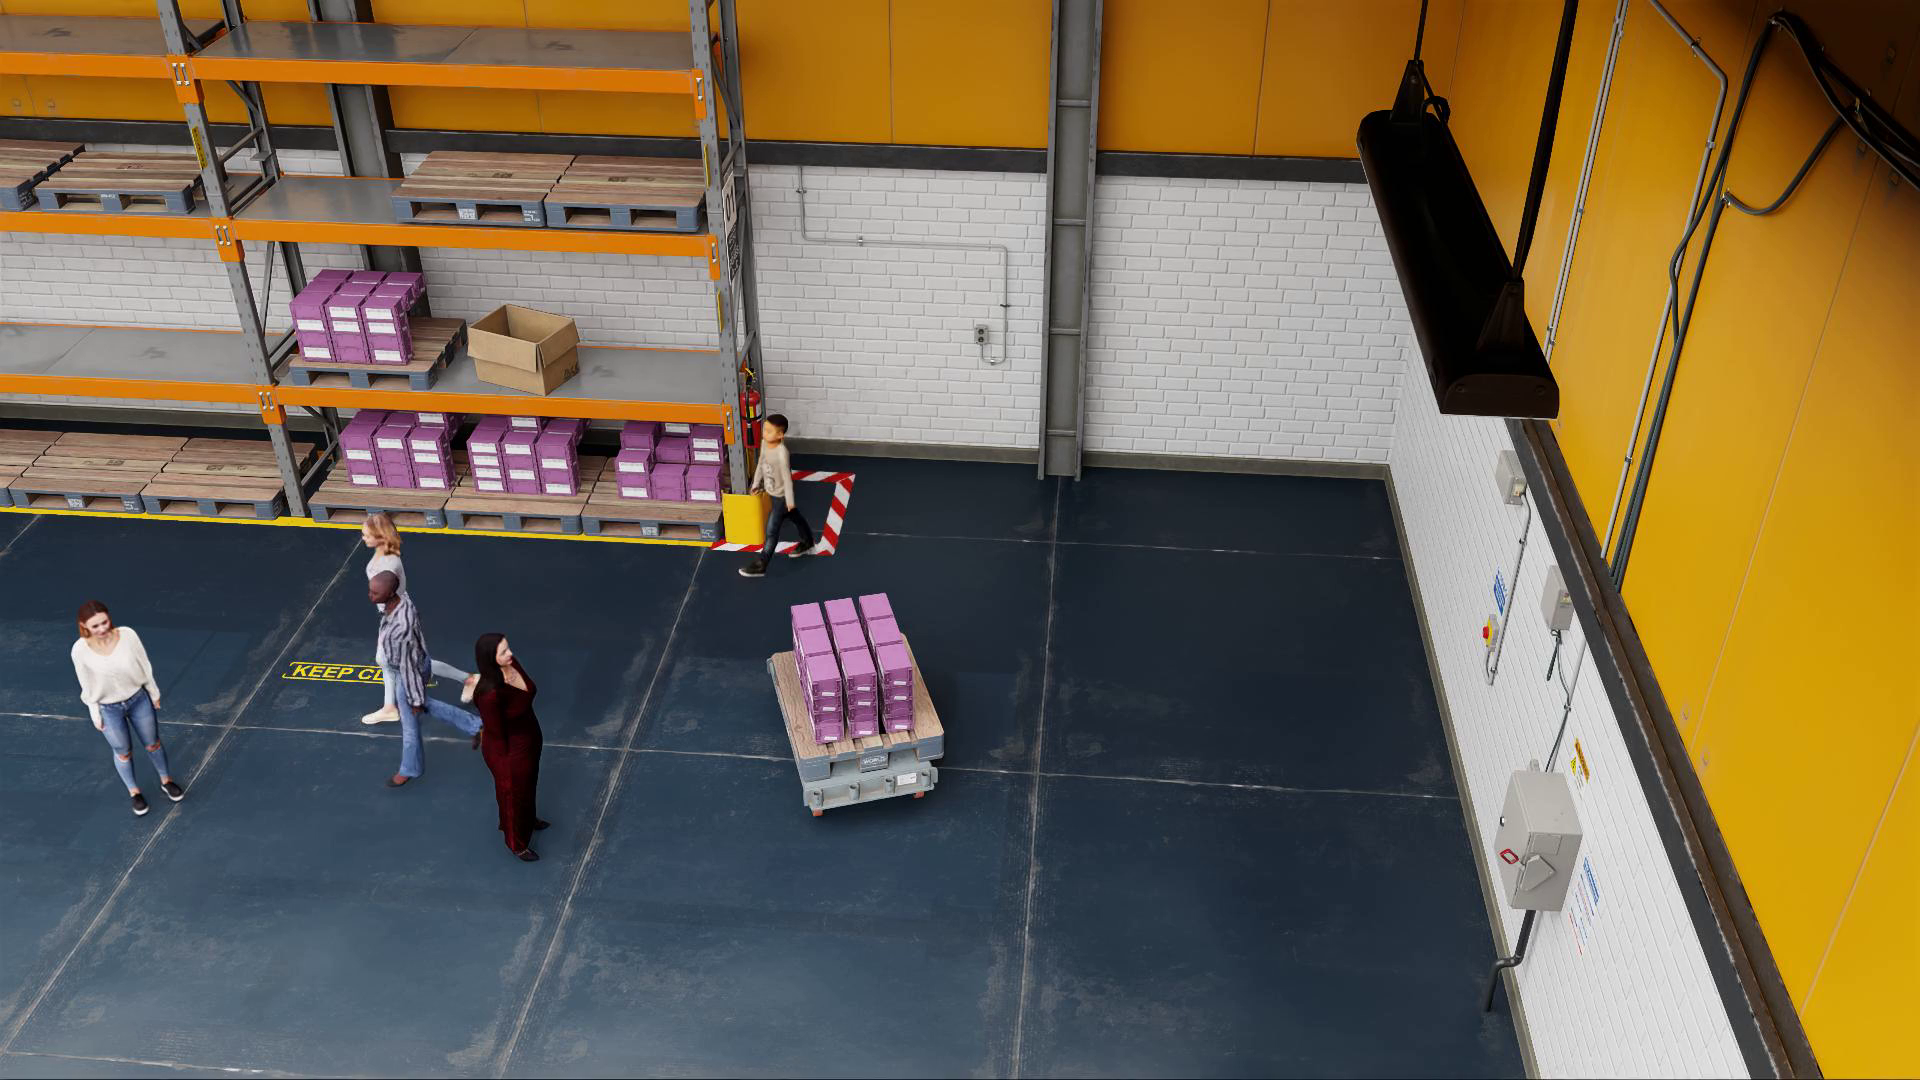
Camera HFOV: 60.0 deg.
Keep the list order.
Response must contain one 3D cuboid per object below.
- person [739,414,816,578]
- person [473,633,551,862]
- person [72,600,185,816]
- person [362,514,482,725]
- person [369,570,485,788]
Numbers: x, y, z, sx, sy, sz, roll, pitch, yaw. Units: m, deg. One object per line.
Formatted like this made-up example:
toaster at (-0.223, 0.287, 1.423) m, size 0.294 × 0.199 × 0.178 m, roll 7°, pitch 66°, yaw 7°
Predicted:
person at (-1.427, -0.411, 13.750) m, size 1.049 × 1.435 × 0.899 m, roll -18°, pitch 38°, yaw -25°
person at (-2.936, 1.324, 10.849) m, size 0.600 × 1.757 × 0.664 m, roll 1°, pitch 34°, yaw 1°
person at (-5.659, 1.107, 11.234) m, size 0.688 × 1.692 × 0.760 m, roll -22°, pitch 39°, yaw -29°
person at (-3.954, 0.576, 11.967) m, size 1.217 × 1.764 × 0.944 m, roll -13°, pitch 36°, yaw -18°
person at (-3.677, 0.932, 11.428) m, size 1.114 × 1.769 × 0.961 m, roll -14°, pitch 36°, yaw -20°
